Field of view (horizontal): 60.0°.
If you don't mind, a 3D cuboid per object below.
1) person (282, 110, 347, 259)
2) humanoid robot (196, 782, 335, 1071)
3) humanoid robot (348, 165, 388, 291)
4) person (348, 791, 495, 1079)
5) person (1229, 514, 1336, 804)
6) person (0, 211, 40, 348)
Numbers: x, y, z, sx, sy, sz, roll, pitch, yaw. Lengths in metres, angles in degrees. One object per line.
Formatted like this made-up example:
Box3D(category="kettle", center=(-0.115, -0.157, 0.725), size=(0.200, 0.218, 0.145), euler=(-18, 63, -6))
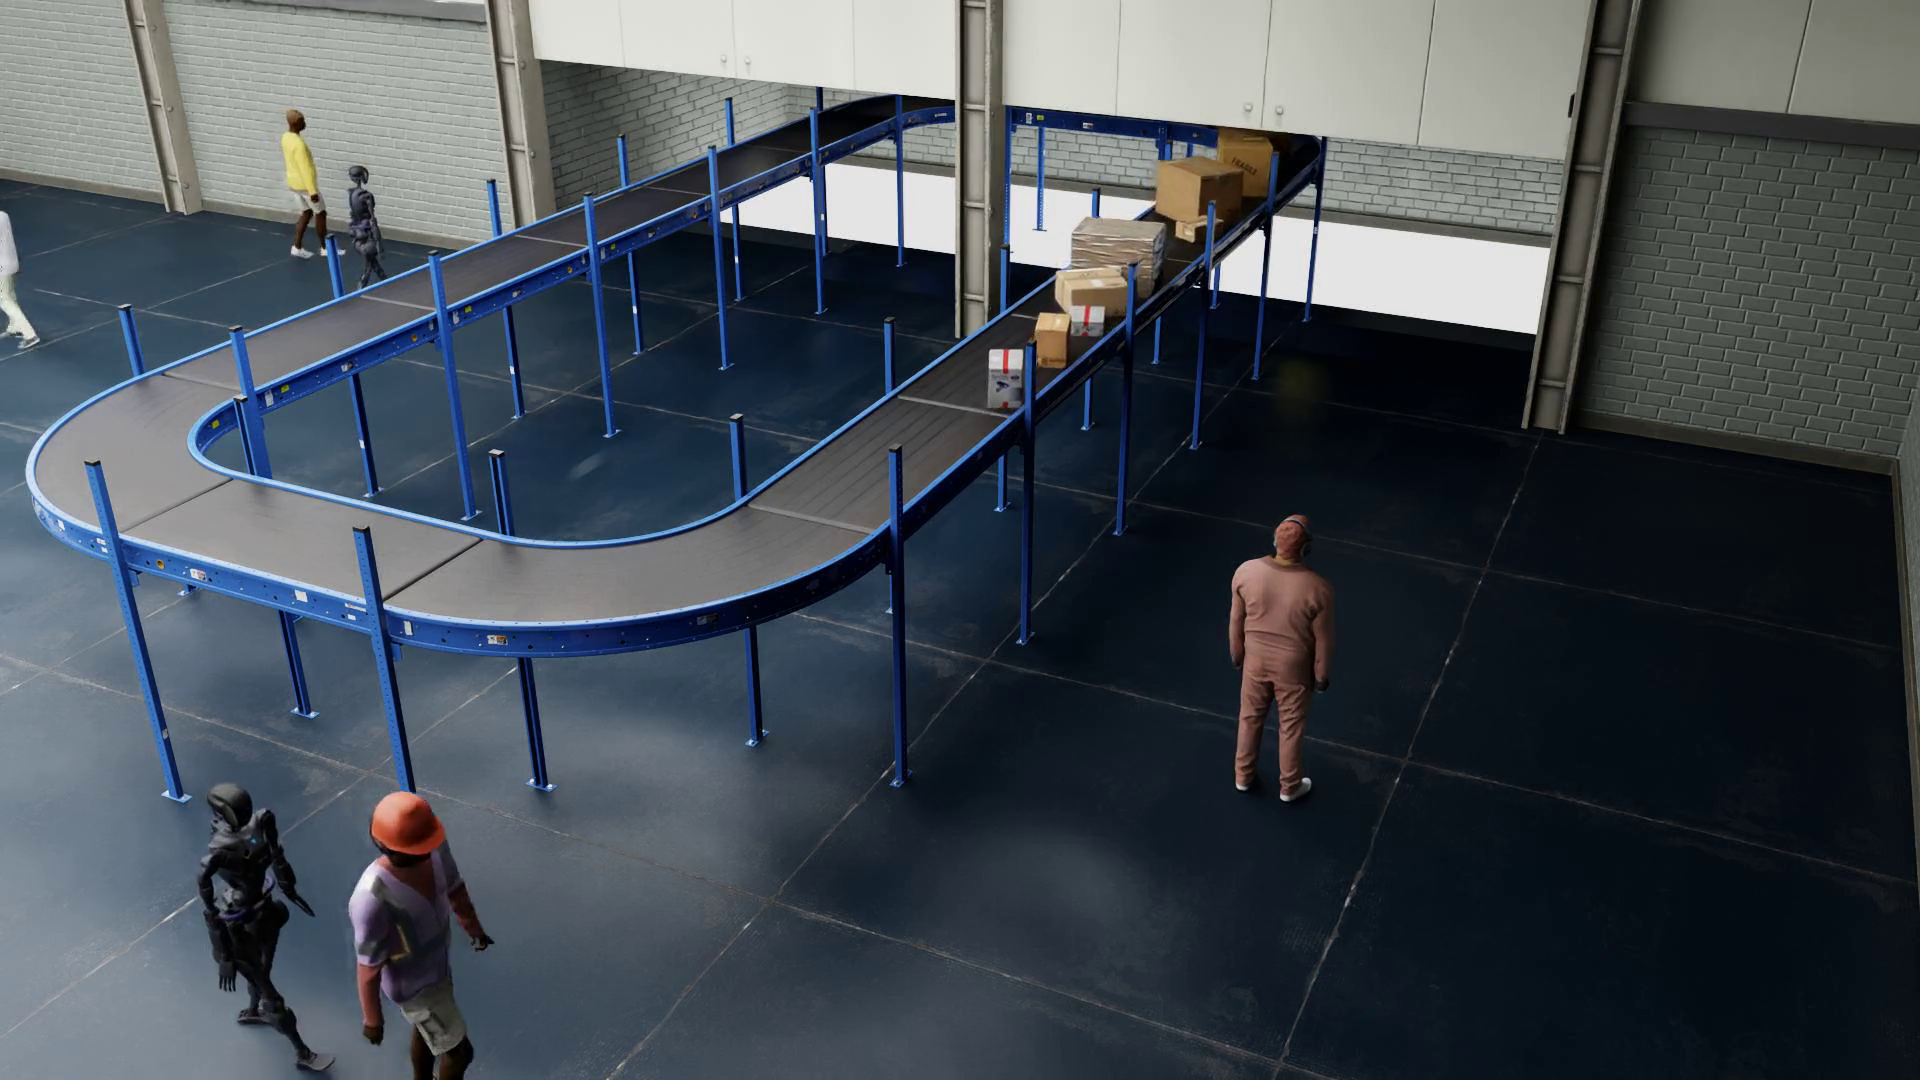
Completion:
Box3D(category="person", center=(-8.088, -4.375, 20.505), size=(0.663, 1.861, 0.627), euler=(-21, 33, -36))
Box3D(category="humanoid robot", center=(-3.440, 1.864, 8.174), size=(0.749, 1.625, 0.599), euler=(8, 27, 15))
Box3D(category="humanoid robot", center=(-6.724, -3.434, 18.870), size=(0.807, 1.619, 0.615), euler=(-23, 35, -38))
Box3D(category="person", center=(-2.405, 1.947, 7.589), size=(0.642, 2.009, 0.754), euler=(6, 27, 11))
Box3D(category="person", center=(1.966, 0.726, 10.173), size=(0.650, 1.905, 0.406), euler=(13, 29, 25))
Box3D(category="person", center=(-10.209, -2.924, 17.707), size=(0.561, 1.740, 0.582), euler=(-3, 27, -6))
